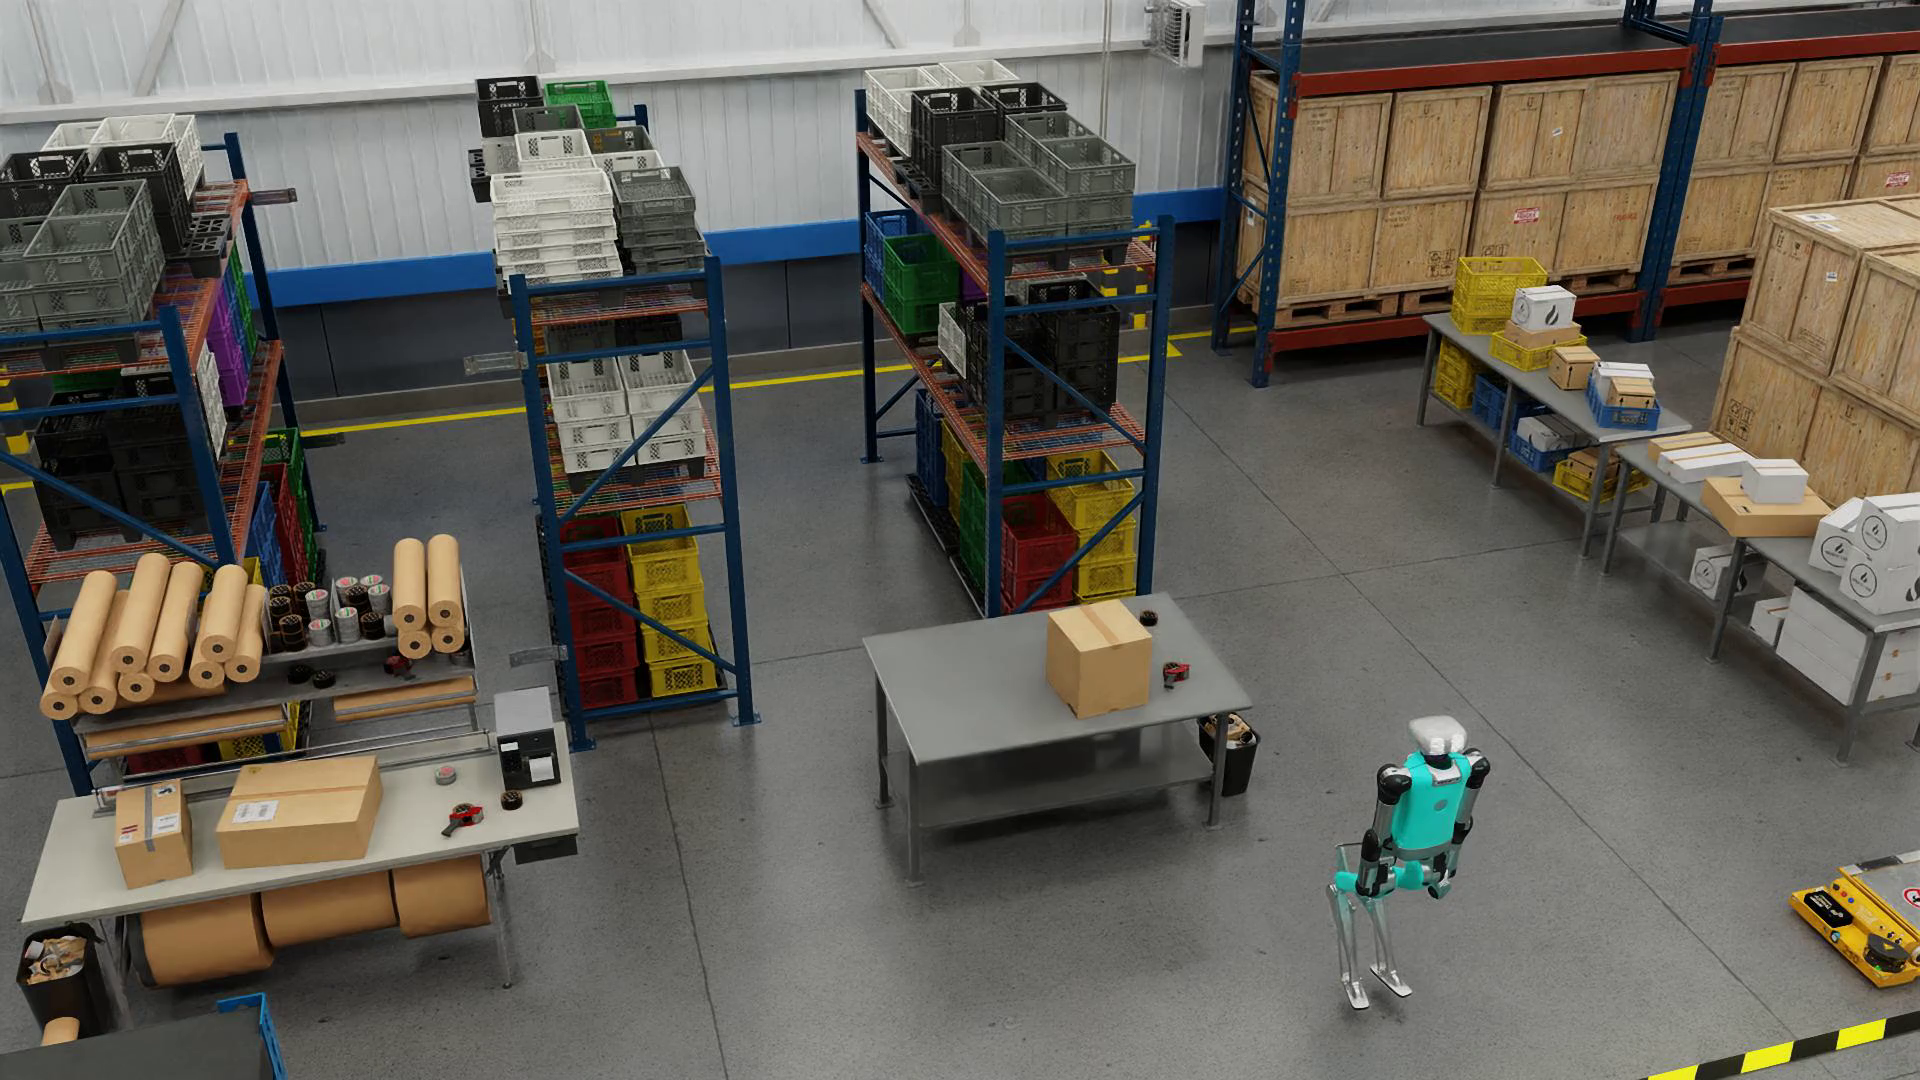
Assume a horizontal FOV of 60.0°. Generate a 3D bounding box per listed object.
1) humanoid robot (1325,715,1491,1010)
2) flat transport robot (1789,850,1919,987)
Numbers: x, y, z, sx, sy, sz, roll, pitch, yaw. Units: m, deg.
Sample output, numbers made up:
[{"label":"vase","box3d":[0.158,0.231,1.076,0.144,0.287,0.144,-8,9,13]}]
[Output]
[{"label":"humanoid robot","box3d":[2.029,1.438,7.880,0.533,1.677,0.735,-8,30,-15]},{"label":"flat transport robot","box3d":[5.163,1.916,8.676,1.431,0.231,0.659,-8,30,-14]}]
